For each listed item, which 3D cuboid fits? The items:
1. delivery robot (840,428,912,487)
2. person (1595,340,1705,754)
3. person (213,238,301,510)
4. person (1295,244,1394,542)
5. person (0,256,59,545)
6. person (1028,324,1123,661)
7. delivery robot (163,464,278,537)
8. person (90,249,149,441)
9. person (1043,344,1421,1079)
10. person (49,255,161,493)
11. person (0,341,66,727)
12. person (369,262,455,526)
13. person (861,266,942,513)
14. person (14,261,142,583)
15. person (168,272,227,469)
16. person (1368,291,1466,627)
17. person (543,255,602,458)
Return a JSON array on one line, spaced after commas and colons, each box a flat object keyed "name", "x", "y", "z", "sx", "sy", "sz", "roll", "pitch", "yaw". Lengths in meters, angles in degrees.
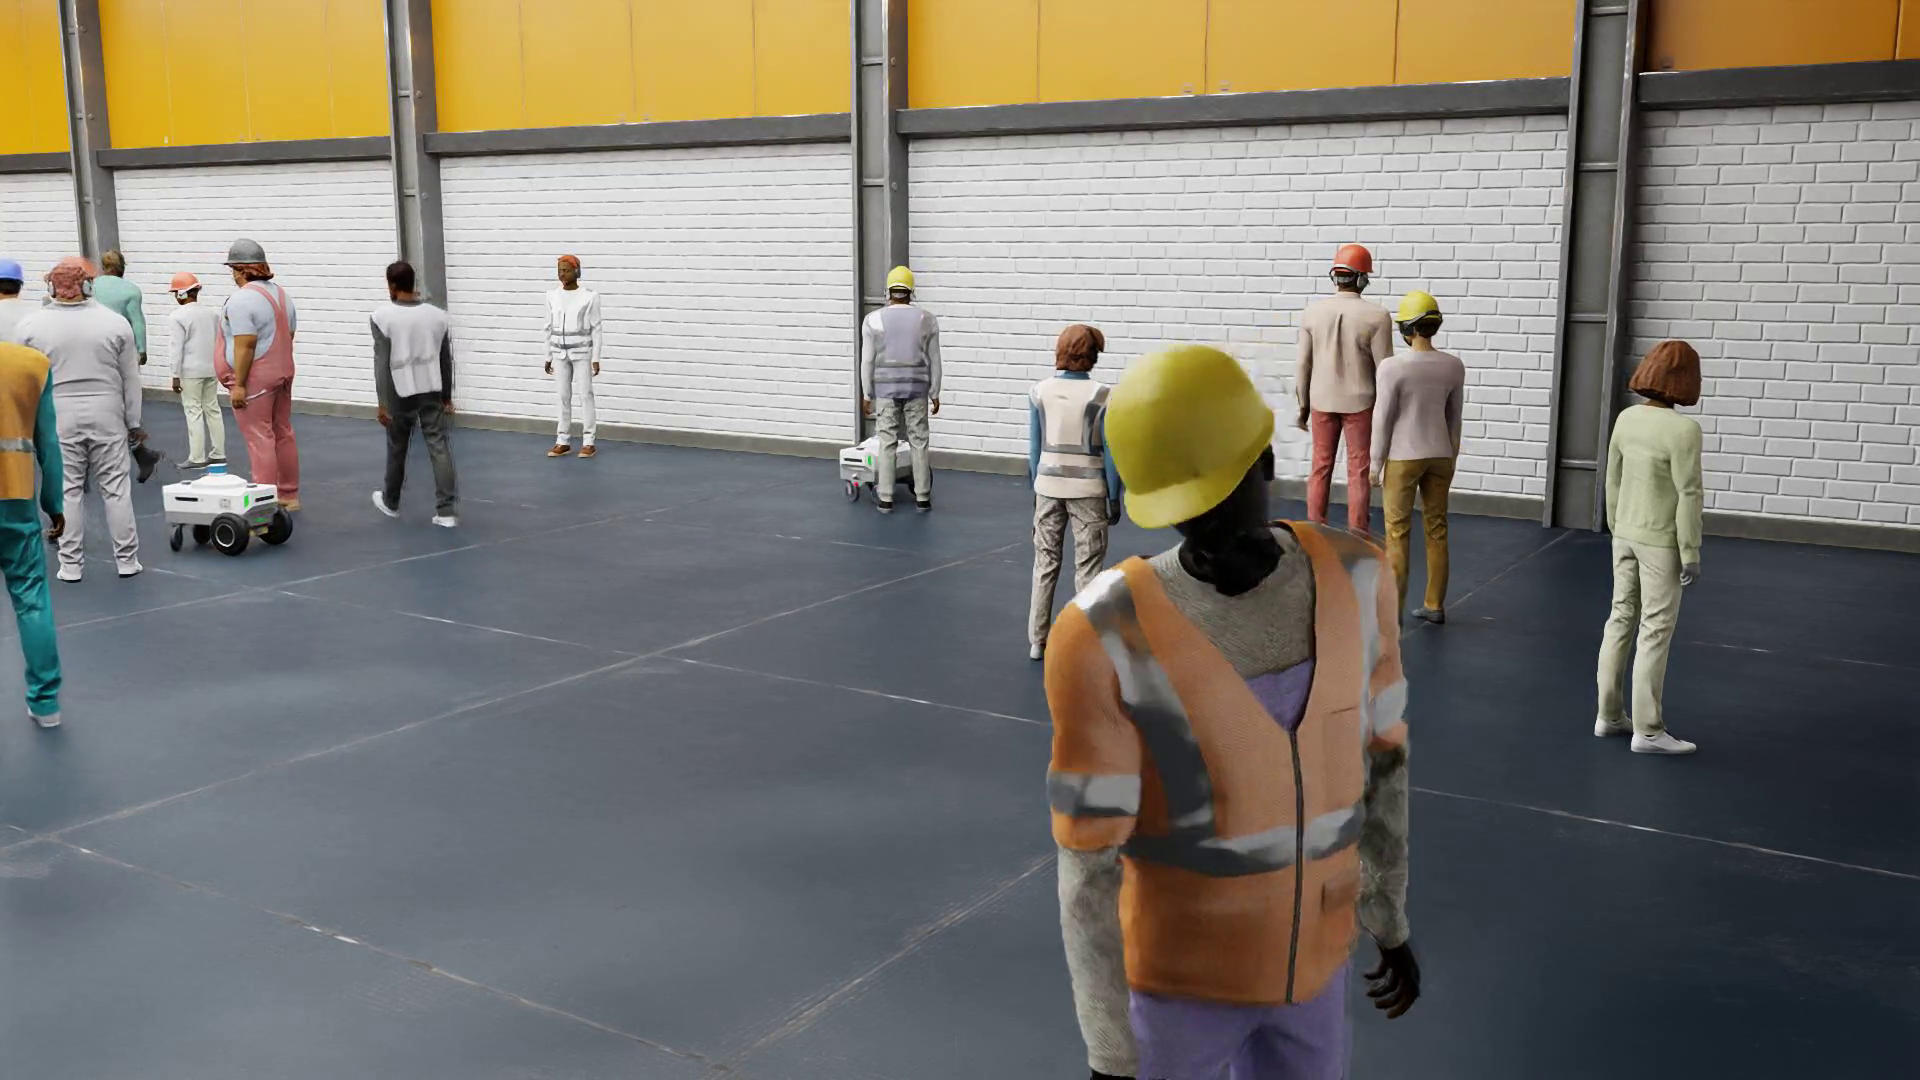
[{"name": "delivery robot", "x": -0.618, "y": -0.634, "z": 13.000, "sx": 0.477, "sy": 0.478, "sz": 0.707, "roll": 7, "pitch": 12, "yaw": 35}, {"name": "person", "x": 2.759, "y": 0.026, "z": 6.617, "sx": 0.265, "sy": 1.632, "sz": 0.507, "roll": -3, "pitch": 11, "yaw": -14}, {"name": "person", "x": -5.181, "y": -1.185, "z": 12.196, "sx": 0.535, "sy": 2.000, "sz": 0.688, "roll": 1, "pitch": 10, "yaw": 8}, {"name": "person", "x": 2.429, "y": -0.854, "z": 10.485, "sx": 0.625, "sy": 1.992, "sz": 0.386, "roll": 7, "pitch": 12, "yaw": 32}, {"name": "person", "x": -6.105, "y": -0.875, "z": 10.842, "sx": 0.652, "sy": 1.930, "sz": 0.585, "roll": -8, "pitch": 13, "yaw": -38}, {"name": "person", "x": 0.544, "y": -0.208, "z": 7.934, "sx": 0.509, "sy": 1.630, "sz": 0.316, "roll": 6, "pitch": 12, "yaw": 32}, {"name": "delivery robot", "x": -4.857, "y": -0.259, "z": 10.922, "sx": 0.707, "sy": 0.478, "sz": 0.477, "roll": 3, "pitch": 11, "yaw": 17}, {"name": "person", "x": -8.456, "y": -1.937, "z": 16.689, "sx": 0.630, "sy": 1.934, "sz": 0.369, "roll": 1, "pitch": 10, "yaw": 8}, {"name": "person", "x": 0.428, "y": 0.642, "z": 2.537, "sx": 0.679, "sy": 1.880, "sz": 0.379, "roll": -5, "pitch": 11, "yaw": -26}, {"name": "person", "x": -6.964, "y": -1.332, "z": 13.396, "sx": 0.885, "sy": 1.914, "sz": 0.543, "roll": -10, "pitch": 14, "yaw": -43}, {"name": "person", "x": -3.978, "y": -0.143, "z": 6.802, "sx": 0.594, "sy": 1.912, "sz": 0.386, "roll": -9, "pitch": 13, "yaw": -40}, {"name": "person", "x": -3.932, "y": -1.049, "z": 11.931, "sx": 0.634, "sy": 1.860, "sz": 1.011, "roll": -9, "pitch": 14, "yaw": -41}, {"name": "person", "x": -0.435, "y": -1.109, "z": 12.353, "sx": 0.598, "sy": 1.830, "sz": 0.403, "roll": -1, "pitch": 10, "yaw": -5}, {"name": "person", "x": -5.205, "y": -0.696, "z": 9.878, "sx": 0.642, "sy": 1.901, "sz": 0.409, "roll": -6, "pitch": 12, "yaw": -30}, {"name": "person", "x": -6.814, "y": -1.505, "z": 14.792, "sx": 0.351, "sy": 1.744, "sz": 0.566, "roll": 3, "pitch": 11, "yaw": 17}, {"name": "person", "x": 2.385, "y": -0.420, "z": 8.741, "sx": 0.525, "sy": 1.760, "sz": 0.341, "roll": -3, "pitch": 11, "yaw": -18}, {"name": "person", "x": -3.614, "y": -1.704, "z": 15.509, "sx": 0.574, "sy": 1.883, "sz": 0.352, "roll": 2, "pitch": 11, "yaw": 14}]
